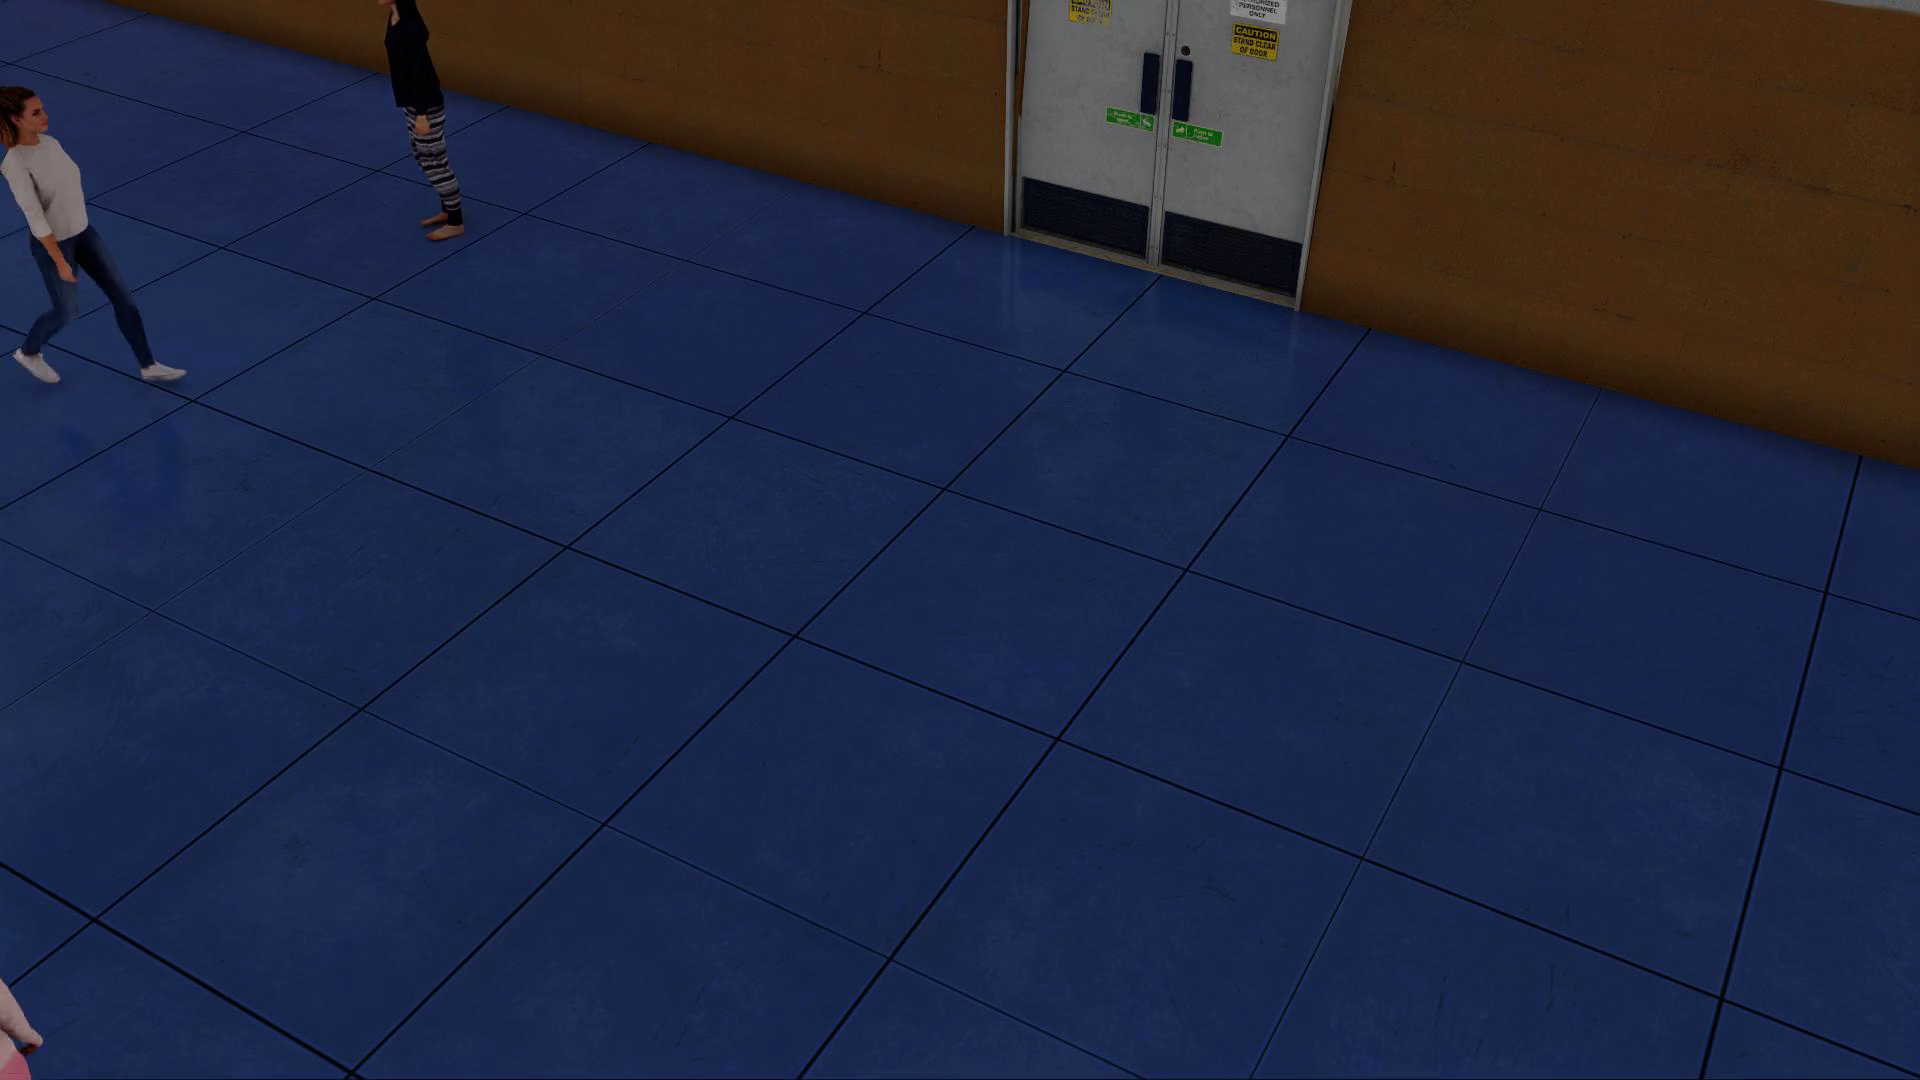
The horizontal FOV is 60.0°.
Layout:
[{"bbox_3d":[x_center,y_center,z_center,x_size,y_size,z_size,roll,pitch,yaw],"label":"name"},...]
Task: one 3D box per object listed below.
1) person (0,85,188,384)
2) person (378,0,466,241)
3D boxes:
[{"bbox_3d":[-4.769,-1.524,8.718,0.928,1.687,1.127,6,37,8],"label":"person"},{"bbox_3d":[-3.323,-2.714,10.265,0.684,1.733,0.676,-18,40,-22],"label":"person"}]
